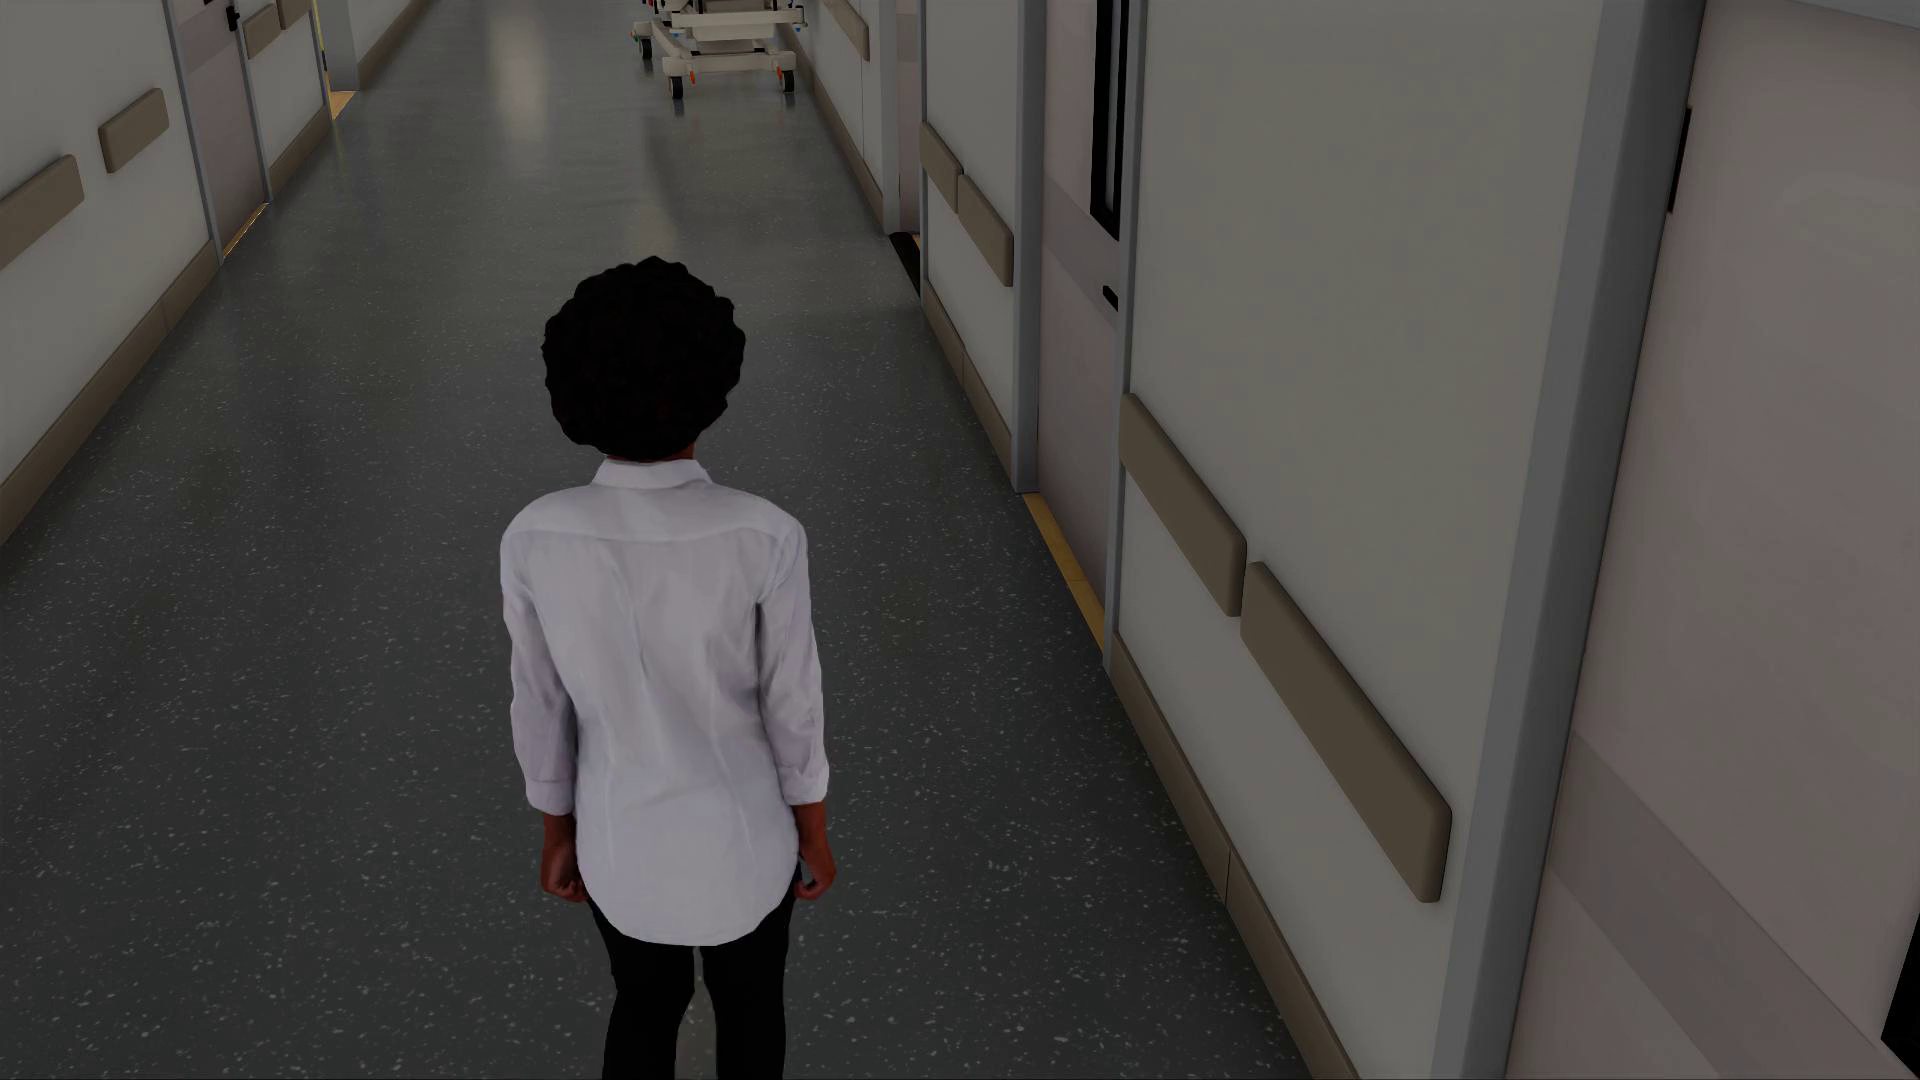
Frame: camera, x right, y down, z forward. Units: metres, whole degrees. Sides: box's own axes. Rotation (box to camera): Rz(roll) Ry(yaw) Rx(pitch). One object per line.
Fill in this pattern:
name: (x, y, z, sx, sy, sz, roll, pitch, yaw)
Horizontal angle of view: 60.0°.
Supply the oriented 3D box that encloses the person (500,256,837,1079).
person: (-0.443, 0.481, 2.591, 0.896, 1.796, 0.819, 1, 26, 3)
